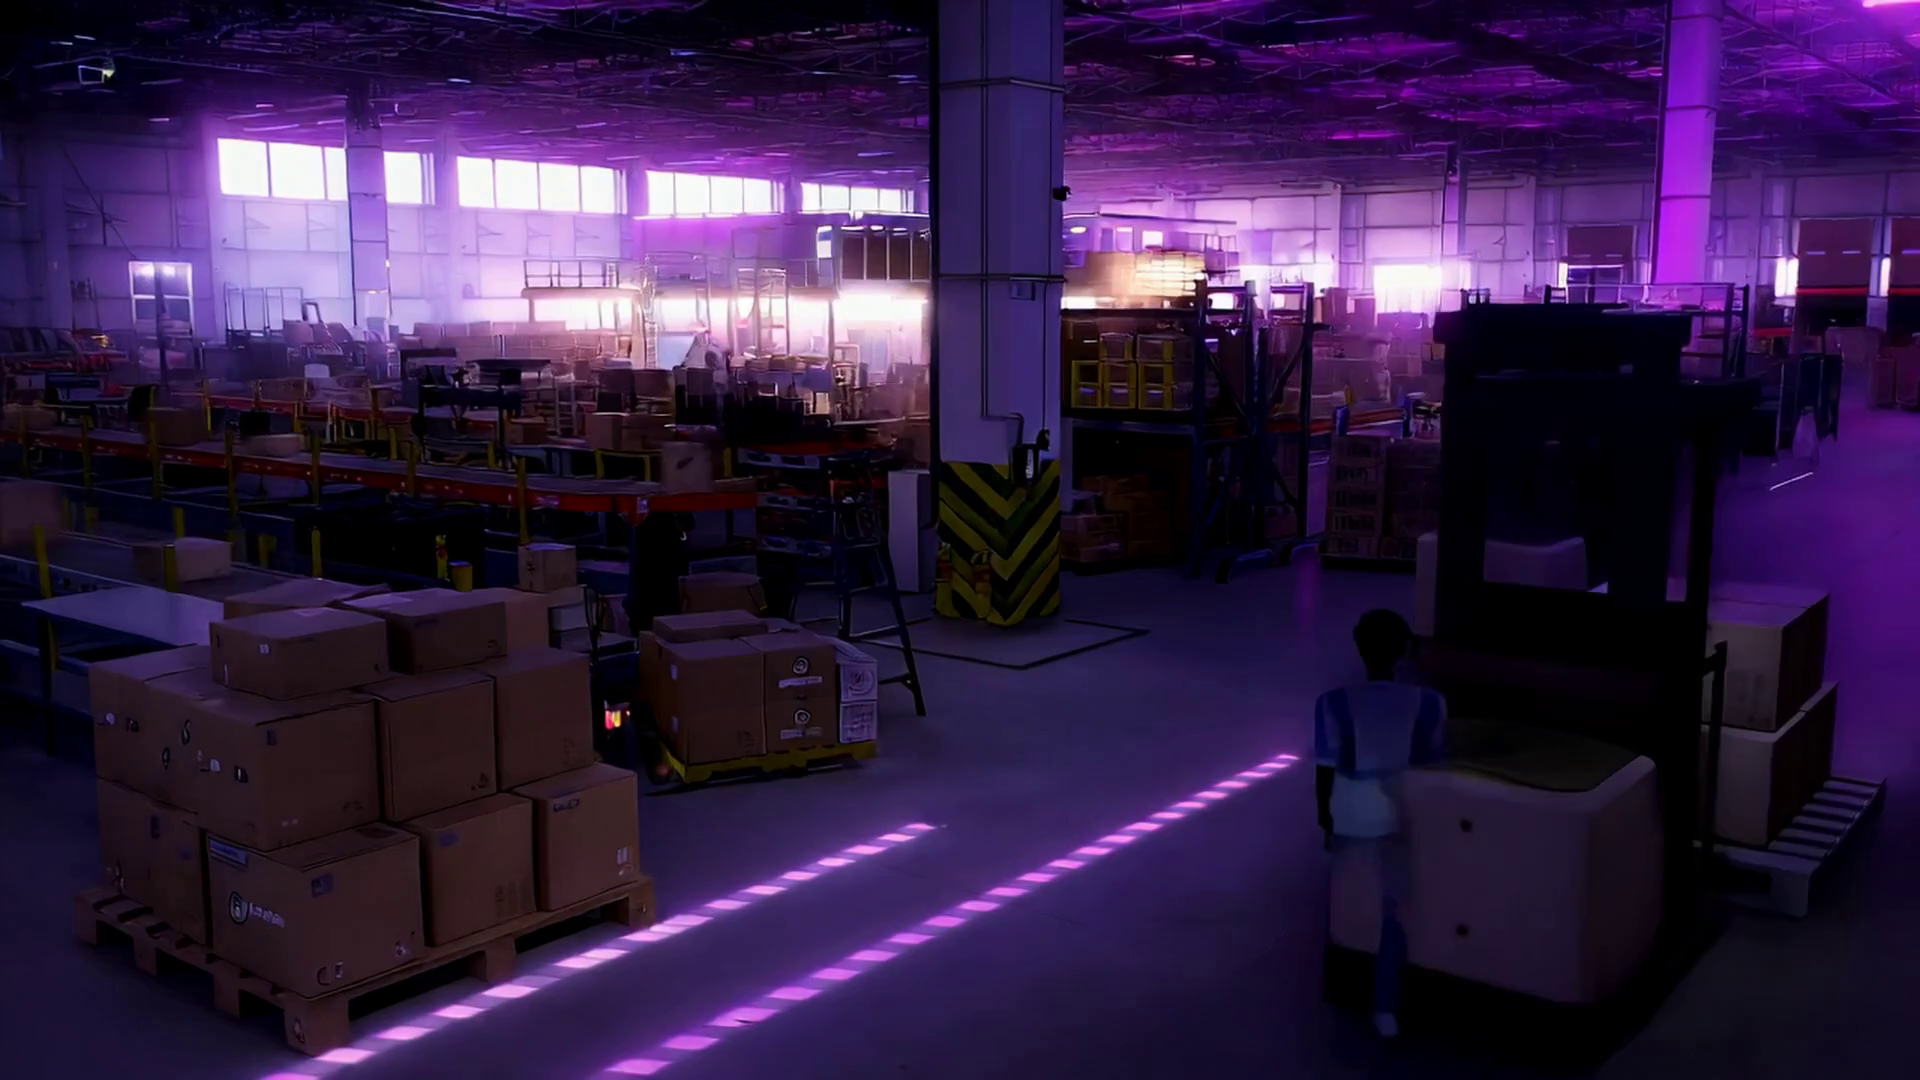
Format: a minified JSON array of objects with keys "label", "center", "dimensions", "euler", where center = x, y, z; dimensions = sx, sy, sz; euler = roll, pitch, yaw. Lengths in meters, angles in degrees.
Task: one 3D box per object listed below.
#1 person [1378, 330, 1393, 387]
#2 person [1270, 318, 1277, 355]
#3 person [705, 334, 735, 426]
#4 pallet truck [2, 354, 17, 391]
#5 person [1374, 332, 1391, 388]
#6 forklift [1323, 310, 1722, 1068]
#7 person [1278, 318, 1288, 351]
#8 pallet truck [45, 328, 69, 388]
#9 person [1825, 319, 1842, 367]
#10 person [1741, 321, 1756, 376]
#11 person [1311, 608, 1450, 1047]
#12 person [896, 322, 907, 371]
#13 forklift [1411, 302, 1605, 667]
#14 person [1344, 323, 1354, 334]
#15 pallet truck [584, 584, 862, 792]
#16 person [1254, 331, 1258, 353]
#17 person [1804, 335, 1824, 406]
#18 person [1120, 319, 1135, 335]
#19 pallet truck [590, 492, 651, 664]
[{"label":"person","center":[11.415,-4.705,44.880],"dimensions":[0.549,1.914,0.838],"euler":[-8,12,-44]},{"label":"person","center":[14.419,-9.345,76.713],"dimensions":[0.294,1.744,0.486],"euler":[-3,9,-16]},{"label":"person","center":[-5.201,-3.477,36.209],"dimensions":[0.635,2.017,0.707],"euler":[-5,10,-28]},{"label":"pallet truck","center":[-24.881,-4.417,42.634],"dimensions":[1.885,1.965,0.823],"euler":[8,11,41]},{"label":"person","center":[10.883,-4.447,43.191],"dimensions":[0.951,1.906,0.553],"euler":[5,10,30]},{"label":"forklift","center":[2.405,0.449,6.871],"dimensions":[1.129,2.768,1.873],"euler":[6,11,37]},{"label":"person","center":[15.369,-9.818,79.241],"dimensions":[0.610,1.940,0.414],"euler":[-3,9,-17]},{"label":"pallet truck","center":[-23.775,-4.544,43.495],"dimensions":[1.885,1.965,0.823],"euler":[6,10,35]},{"label":"person","center":[34.165,-7.688,64.983],"dimensions":[0.594,1.911,0.712],"euler":[-2,9,-13]},{"label":"person","center":[27.479,-6.674,58.102],"dimensions":[0.703,1.925,0.633],"euler":[0,8,-1]},{"label":"person","center":[1.660,1.090,6.631],"dimensions":[0.543,1.666,0.803],"euler":[1,9,9]},{"label":"person","center":[-2.171,-7.147,61.620],"dimensions":[0.411,1.832,0.531],"euler":[1,9,9]},{"label":"forklift","center":[4.379,-0.438,12.852],"dimensions":[1.129,2.768,1.873],"euler":[7,11,37]},{"label":"person","center":[13.971,-6.923,60.044],"dimensions":[0.489,1.834,0.557],"euler":[-3,9,-17]},{"label":"pallet truck","center":[-1.426,0.805,10.019],"dimensions":[1.601,1.201,0.680],"euler":[-4,9,-26]},{"label":"person","center":[9.361,-5.847,53.208],"dimensions":[0.911,1.721,0.524],"euler":[7,11,41]},{"label":"person","center":[21.623,-4.270,42.135],"dimensions":[0.413,1.852,0.516],"euler":[-3,9,-18]},{"label":"person","center":[6.294,-7.371,62.649],"dimensions":[0.613,1.964,0.361],"euler":[2,9,15]},{"label":"pallet truck","center":[-3.115,0.344,12.883],"dimensions":[0.653,1.274,1.630],"euler":[7,11,37]}]
